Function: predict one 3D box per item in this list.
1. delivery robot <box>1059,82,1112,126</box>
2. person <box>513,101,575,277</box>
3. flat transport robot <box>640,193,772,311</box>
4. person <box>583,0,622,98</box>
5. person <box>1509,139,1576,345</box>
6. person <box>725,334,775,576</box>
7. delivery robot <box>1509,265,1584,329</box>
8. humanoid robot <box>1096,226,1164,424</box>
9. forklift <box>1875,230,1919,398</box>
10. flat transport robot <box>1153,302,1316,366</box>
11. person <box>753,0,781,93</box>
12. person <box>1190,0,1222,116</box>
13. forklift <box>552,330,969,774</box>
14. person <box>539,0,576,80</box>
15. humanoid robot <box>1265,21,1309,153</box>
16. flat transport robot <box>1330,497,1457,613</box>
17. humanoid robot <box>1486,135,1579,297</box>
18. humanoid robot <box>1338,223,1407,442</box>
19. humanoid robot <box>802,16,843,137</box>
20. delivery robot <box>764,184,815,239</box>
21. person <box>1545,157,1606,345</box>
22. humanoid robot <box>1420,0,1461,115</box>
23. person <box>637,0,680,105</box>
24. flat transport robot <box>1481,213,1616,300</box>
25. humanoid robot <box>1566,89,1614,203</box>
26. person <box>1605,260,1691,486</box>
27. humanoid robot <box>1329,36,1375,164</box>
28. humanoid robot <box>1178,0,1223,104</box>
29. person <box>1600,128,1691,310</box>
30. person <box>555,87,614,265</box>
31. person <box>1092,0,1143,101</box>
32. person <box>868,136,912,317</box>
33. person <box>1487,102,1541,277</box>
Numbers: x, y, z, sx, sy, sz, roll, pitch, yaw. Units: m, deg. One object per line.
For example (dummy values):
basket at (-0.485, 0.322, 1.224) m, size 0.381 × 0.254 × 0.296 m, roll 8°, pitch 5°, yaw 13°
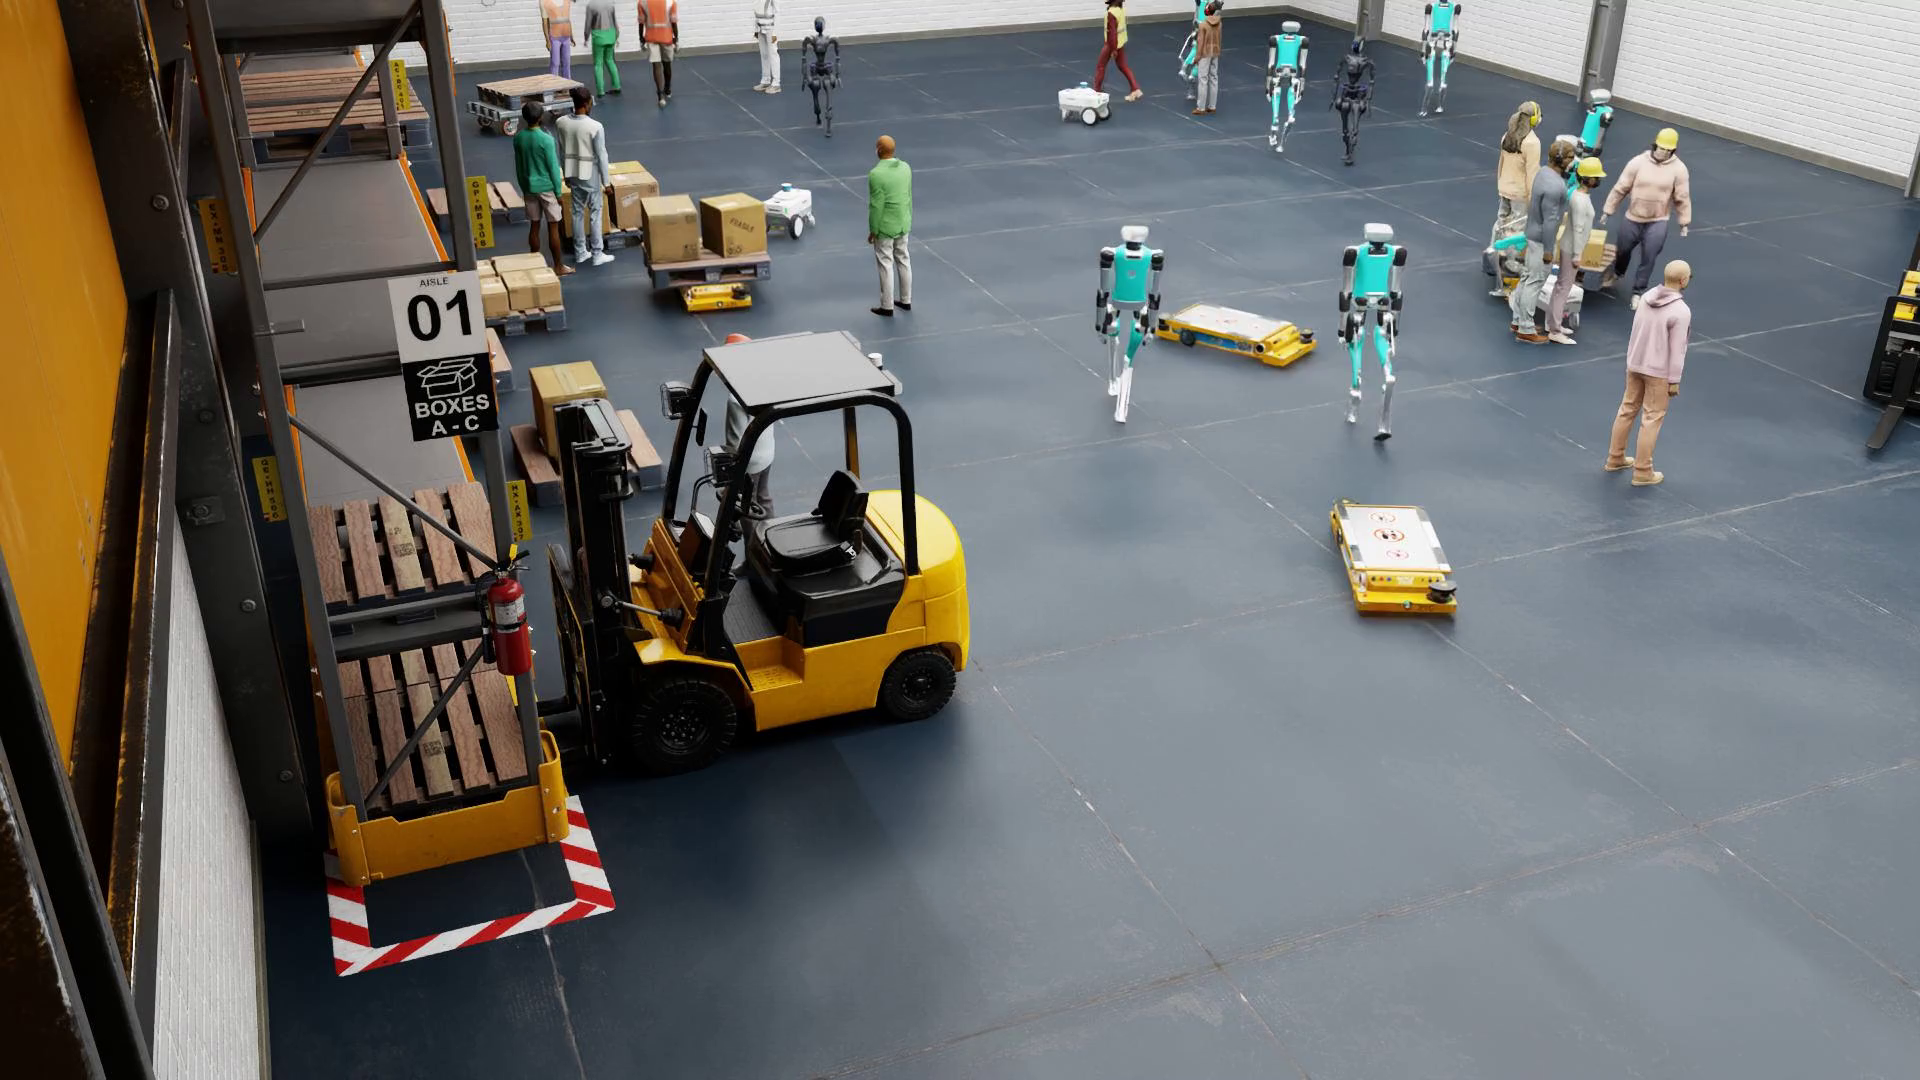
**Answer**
delivery robot at (1.835, -6.387, 24.388) m, size 0.780 × 0.608 × 0.518 m, roll 16°, pitch 31°, yaw 28°
person at (-4.427, -3.686, 17.560) m, size 0.504 × 1.849 × 0.391 m, roll 8°, pitch 28°, yaw 16°
flat transport robot at (-2.632, -2.712, 17.382) m, size 0.659 × 0.231 × 1.431 m, roll -7°, pitch 28°, yaw -14°
person at (-5.524, -7.773, 25.711) m, size 0.414 × 1.830 × 0.561 m, roll 22°, pitch 34°, yaw 36°
person at (5.523, -2.833, 15.765) m, size 0.351 × 1.937 × 0.634 m, roll 3°, pitch 27°, yaw 7°
person at (-1.471, -0.589, 11.521) m, size 0.347 × 1.739 × 0.571 m, roll 8°, pitch 28°, yaw 15°
delivery robot at (5.849, -2.434, 16.532) m, size 0.499 × 0.614 × 0.789 m, roll -5°, pitch 27°, yaw -10°
humanoid robot at (1.413, -1.907, 14.204) m, size 0.539 × 1.764 × 1.034 m, roll 1°, pitch 27°, yaw 2°
forklift at (9.029, -2.397, 14.618) m, size 1.214 × 2.155 × 2.313 m, roll 18°, pitch 32°, yaw 32°
flat transport robot at (2.620, -1.982, 15.930) m, size 1.431 × 0.231 × 0.659 m, roll 20°, pitch 33°, yaw 34°
person at (-3.037, -7.980, 26.067) m, size 0.356 × 1.882 × 0.574 m, roll -22°, pitch 34°, yaw -37°
person at (3.678, -7.133, 24.633) m, size 0.467 × 1.651 × 0.332 m, roll -17°, pitch 31°, yaw -30°
forklift at (-1.094, 0.010, 9.831) m, size 2.313 × 2.155 × 1.214 m, roll -10°, pitch 28°, yaw -20°
person at (-6.172, -7.716, 25.576) m, size 0.390 × 1.849 × 0.565 m, roll 18°, pitch 32°, yaw 32°
humanoid robot at (4.355, -6.013, 22.293) m, size 0.539 × 1.720 × 0.960 m, roll 5°, pitch 27°, yaw 9°
flat transport robot at (3.053, 0.098, 11.792) m, size 0.659 × 0.231 × 1.431 m, roll 2°, pitch 27°, yaw 3°
humanoid robot at (5.670, -3.209, 16.715) m, size 0.934 × 1.721 × 0.548 m, roll 4°, pitch 27°, yaw 9°
humanoid robot at (3.430, -1.620, 13.625) m, size 0.534 × 1.776 × 0.975 m, roll -2°, pitch 27°, yaw -4°
humanoid robot at (-1.952, -6.588, 23.577) m, size 0.585 × 1.643 × 0.748 m, roll -1°, pitch 27°, yaw -2°
delivery robot at (-2.003, -3.805, 19.252) m, size 0.523 × 0.609 × 0.780 m, roll 9°, pitch 28°, yaw 17°
person at (5.842, -2.754, 15.796) m, size 0.316 × 1.769 × 0.522 m, roll 7°, pitch 28°, yaw 14°
humanoid robot at (7.112, -7.159, 24.608) m, size 0.529 × 1.787 × 0.791 m, roll 2°, pitch 27°, yaw 3°
person at (-4.602, -7.673, 25.429) m, size 0.606 × 1.919 × 1.023 m, roll -6°, pitch 27°, yaw -11°
flat transport robot at (6.184, -2.735, 17.427) m, size 0.659 × 0.231 × 1.431 m, roll 16°, pitch 31°, yaw 29°
humanoid robot at (6.766, -4.093, 18.494) m, size 0.706 × 1.801 × 0.540 m, roll 0°, pitch 27°, yaw 0°
person at (5.357, -1.301, 12.903) m, size 0.408 × 1.775 × 0.526 m, roll -10°, pitch 28°, yaw -19°
humanoid robot at (5.176, -5.826, 22.034) m, size 0.600 × 1.632 × 0.720 m, roll 16°, pitch 31°, yaw 28°
humanoid robot at (3.583, -7.507, 25.298) m, size 0.661 × 1.793 × 0.530 m, roll -18°, pitch 32°, yaw -31°
person at (6.935, -3.290, 16.803) m, size 0.841 × 1.832 × 0.703 m, roll 12°, pitch 29°, yaw 22°
person at (-4.041, -3.914, 17.954) m, size 0.601 × 1.906 × 0.414 m, roll 11°, pitch 29°, yaw 21°
person at (2.385, -7.602, 25.491) m, size 0.941 × 1.731 × 0.473 m, roll 13°, pitch 29°, yaw 24°
person at (-0.696, -3.111, 16.490) m, size 0.384 × 1.781 × 0.551 m, roll 24°, pitch 35°, yaw 39°
person at (5.833, -3.650, 17.462) m, size 0.409 × 1.877 × 0.553 m, roll -10°, pitch 28°, yaw -19°
